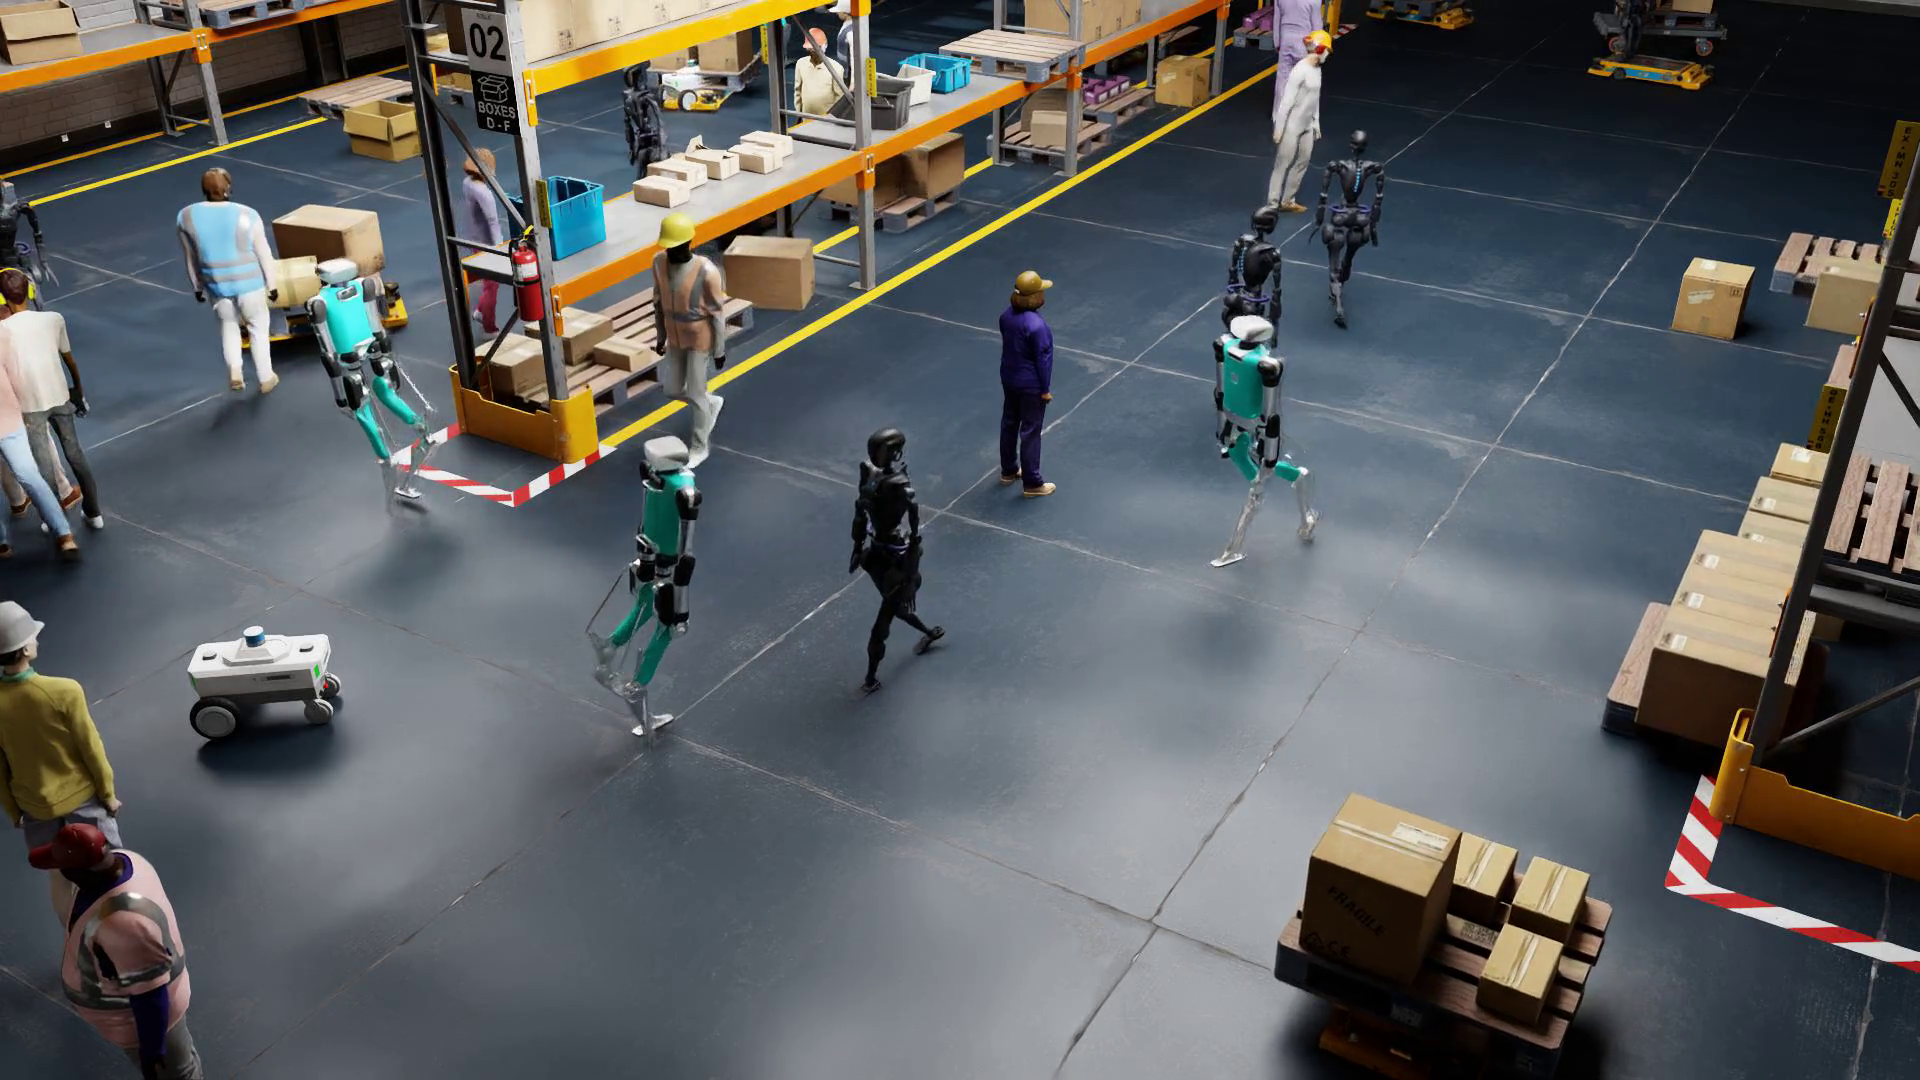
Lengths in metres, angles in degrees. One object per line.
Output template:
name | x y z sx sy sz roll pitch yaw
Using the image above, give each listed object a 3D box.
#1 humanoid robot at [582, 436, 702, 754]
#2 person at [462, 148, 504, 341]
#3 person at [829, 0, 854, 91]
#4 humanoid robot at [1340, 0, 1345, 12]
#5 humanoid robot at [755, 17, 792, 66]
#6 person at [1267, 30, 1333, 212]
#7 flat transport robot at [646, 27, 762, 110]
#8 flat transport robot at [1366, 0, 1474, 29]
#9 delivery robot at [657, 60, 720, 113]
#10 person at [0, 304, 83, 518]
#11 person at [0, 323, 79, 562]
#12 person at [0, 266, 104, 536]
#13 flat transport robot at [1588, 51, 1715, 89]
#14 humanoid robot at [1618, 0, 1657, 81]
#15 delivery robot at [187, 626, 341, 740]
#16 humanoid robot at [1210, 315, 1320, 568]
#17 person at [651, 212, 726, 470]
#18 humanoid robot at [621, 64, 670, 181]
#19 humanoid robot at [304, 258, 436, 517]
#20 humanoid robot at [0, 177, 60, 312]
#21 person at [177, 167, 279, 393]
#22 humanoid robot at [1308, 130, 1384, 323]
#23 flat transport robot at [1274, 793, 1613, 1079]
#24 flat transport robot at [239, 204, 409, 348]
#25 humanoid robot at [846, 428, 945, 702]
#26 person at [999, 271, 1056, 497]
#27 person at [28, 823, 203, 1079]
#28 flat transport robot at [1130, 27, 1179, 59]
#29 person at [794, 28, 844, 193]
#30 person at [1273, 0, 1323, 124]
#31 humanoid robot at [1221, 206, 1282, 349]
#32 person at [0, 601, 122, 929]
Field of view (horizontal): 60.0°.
humanoid robot | -1.728 0.391 8.869 0.771 1.874 0.530 -19 35 -30
person | -3.973 -2.479 13.952 0.400 1.613 0.601 -19 35 -30
person | -1.208 -5.174 18.583 0.448 1.754 0.761 -4 30 -8
humanoid robot | 5.497 -8.608 24.696 1.061 1.725 0.541 19 35 30
humanoid robot | -2.509 -7.127 22.088 0.914 1.772 0.583 3 30 5
person | 3.346 -4.122 16.636 0.396 1.856 0.736 23 37 35
flat transport robot | -3.215 -5.722 21.064 0.659 0.231 1.431 5 30 8
flat transport robot | 6.877 -7.874 24.871 1.431 0.231 0.659 23 37 34
delivery robot | -3.340 -5.656 20.634 0.745 0.573 0.510 -26 39 -38
person | -6.399 -1.085 11.120 0.609 1.985 0.388 -7 30 -12
person | -6.118 -0.739 10.532 0.846 1.959 0.622 15 33 25
person | -6.010 -0.887 10.903 0.345 1.854 0.529 22 36 33
flat transport robot | 9.091 -6.175 21.865 1.431 0.231 0.659 20 35 31
humanoid robot | 8.785 -6.818 21.582 0.588 1.654 0.353 -17 34 -28
delivery robot | -3.917 0.770 9.309 0.811 0.613 0.499 -4 30 -8
humanoid robot | 2.048 -0.677 10.666 0.970 1.766 0.553 -19 35 -30
person | -1.897 -1.454 11.848 0.599 1.904 0.562 18 34 29
humanoid robot | -3.055 -3.872 16.405 0.635 1.643 0.625 -25 38 -37
humanoid robot | -3.860 -0.948 11.201 0.776 1.852 0.539 16 33 26
humanoid robot | -7.656 -2.191 13.393 0.611 1.629 0.492 -24 37 -36
person | -5.604 -1.981 12.865 0.644 1.824 0.453 -4 30 -7
humanoid robot | 3.349 -2.711 14.369 0.612 1.652 0.761 -2 30 -3
flat transport robot | 2.195 1.920 7.545 0.659 0.231 1.431 17 34 27
flat transport robot | -5.560 -1.952 14.394 1.431 0.231 0.659 -11 31 -19
humanoid robot | -0.372 0.090 9.409 0.799 1.629 0.600 -22 36 -33
person | 0.468 -1.084 11.480 0.334 1.623 0.448 -19 34 -29
person | -3.120 1.769 6.308 0.419 1.751 0.613 -16 33 -26
flat transport robot | 2.561 -7.008 23.339 0.659 0.231 1.431 17 33 27
person | -1.466 -4.414 17.241 0.562 1.751 0.327 11 31 19
person | 3.989 -5.839 19.616 0.635 1.902 0.408 25 38 36
humanoid robot | 2.193 -1.733 12.584 0.336 1.651 0.590 -18 34 -29
person | -3.963 1.126 7.307 0.470 1.889 0.398 -8 30 -14
